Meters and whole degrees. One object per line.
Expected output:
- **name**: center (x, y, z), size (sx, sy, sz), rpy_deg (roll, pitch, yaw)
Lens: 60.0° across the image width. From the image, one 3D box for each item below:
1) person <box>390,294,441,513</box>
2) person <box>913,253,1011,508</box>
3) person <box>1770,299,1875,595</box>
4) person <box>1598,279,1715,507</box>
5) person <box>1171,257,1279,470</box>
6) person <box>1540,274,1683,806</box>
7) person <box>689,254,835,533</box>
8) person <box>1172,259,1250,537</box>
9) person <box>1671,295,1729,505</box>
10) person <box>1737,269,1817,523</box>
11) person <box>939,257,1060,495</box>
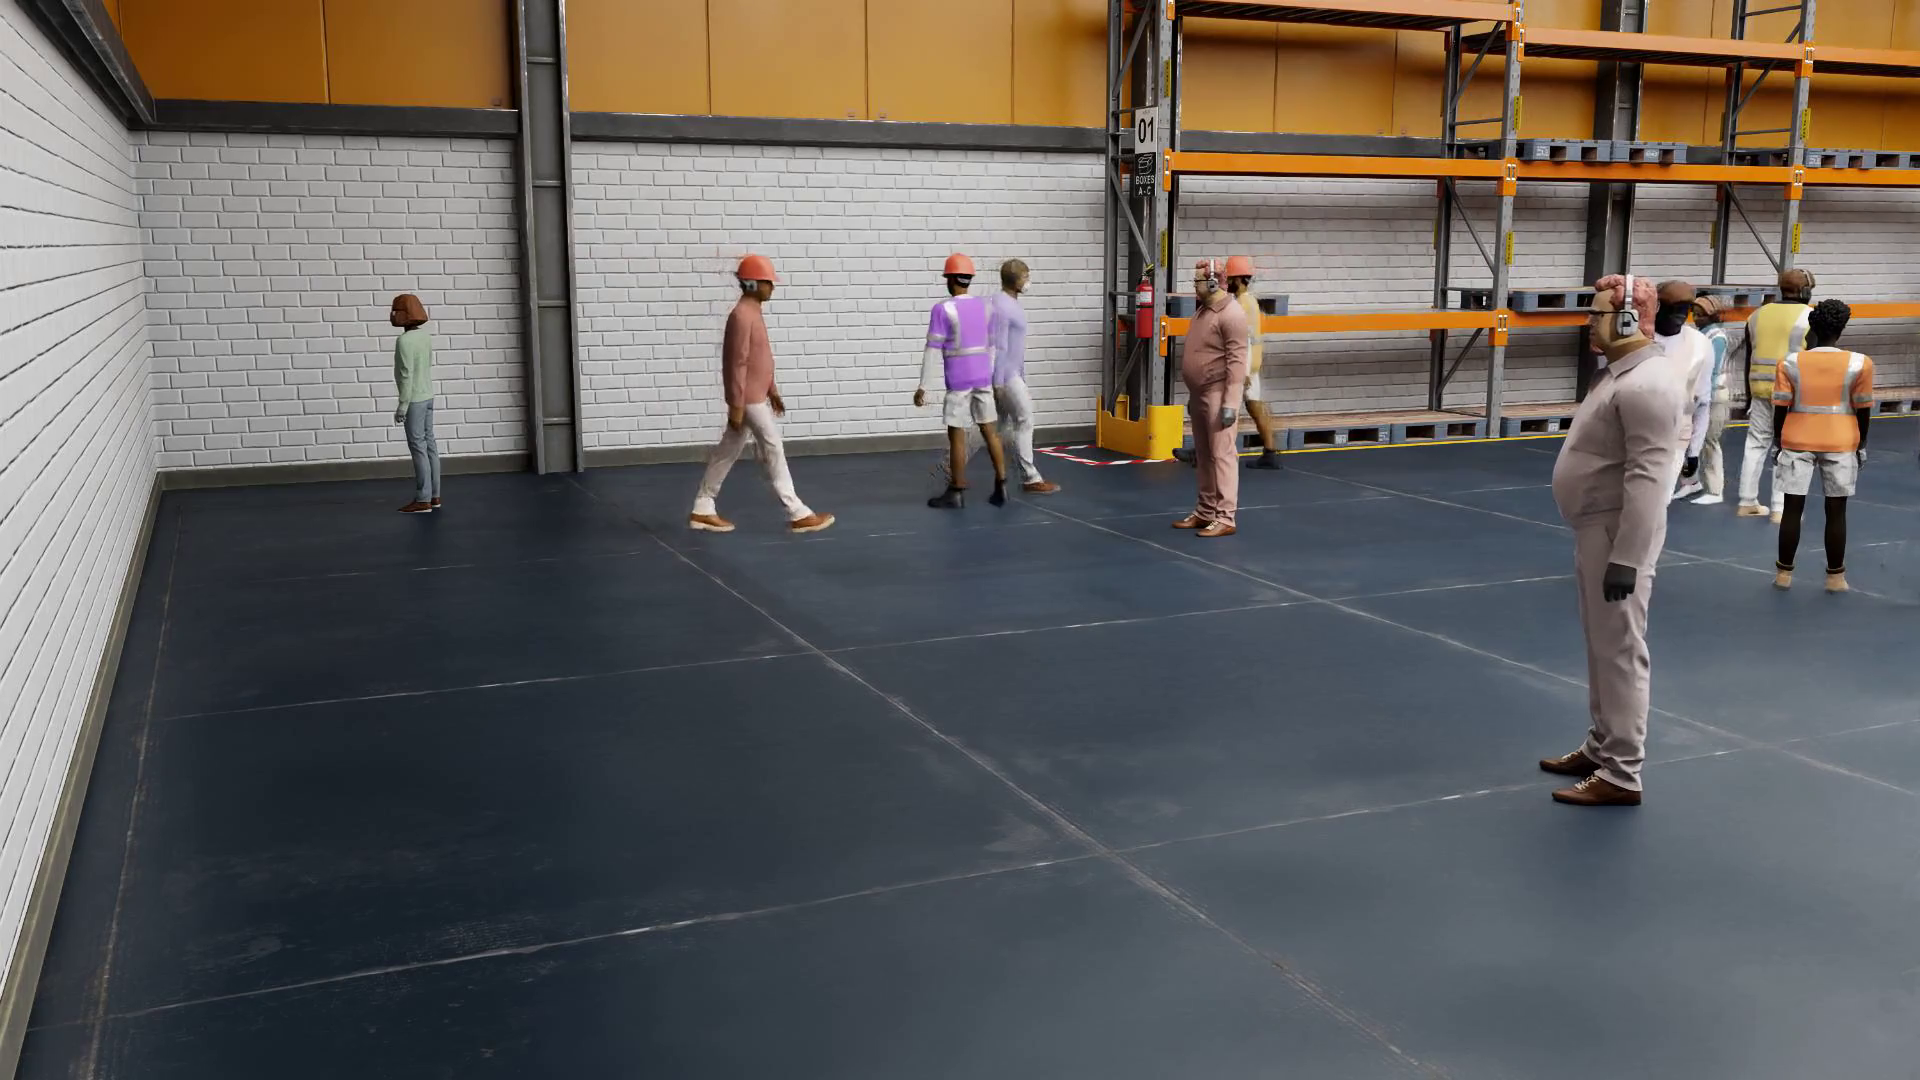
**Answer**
- **person**: center (-4.098, -1.021, 12.482), size (0.279, 1.634, 0.499), rpy_deg (1, 10, 3)
- **person**: center (0.009, -1.190, 12.590), size (0.751, 1.938, 0.496), rpy_deg (-7, 12, -35)
- **person**: center (4.943, -0.531, 9.574), size (0.531, 1.698, 0.320), rpy_deg (6, 12, 31)
- **person**: center (3.833, -0.538, 9.266), size (0.653, 1.818, 0.471), rpy_deg (2, 10, 10)
- **person**: center (2.411, -1.558, 14.776), size (0.961, 1.881, 0.561), rpy_deg (4, 11, 20)
- **person**: center (2.344, 0.003, 6.016), size (0.408, 1.906, 0.653), rpy_deg (2, 10, 13)
- **person**: center (-1.430, -0.997, 11.537), size (1.037, 1.938, 0.632), rpy_deg (-1, 10, -4)
- **person**: center (1.725, -0.973, 11.468), size (0.401, 1.905, 0.642), rpy_deg (-3, 11, -15)
- **person**: center (5.703, -1.066, 12.782), size (0.467, 1.614, 0.540), rpy_deg (0, 10, -2)
- **person**: center (5.977, -1.041, 12.063), size (0.432, 1.834, 0.621), rpy_deg (-6, 12, -28)
- **person**: center (0.310, -1.307, 13.345), size (0.935, 1.909, 0.645), rpy_deg (1, 10, 7)
